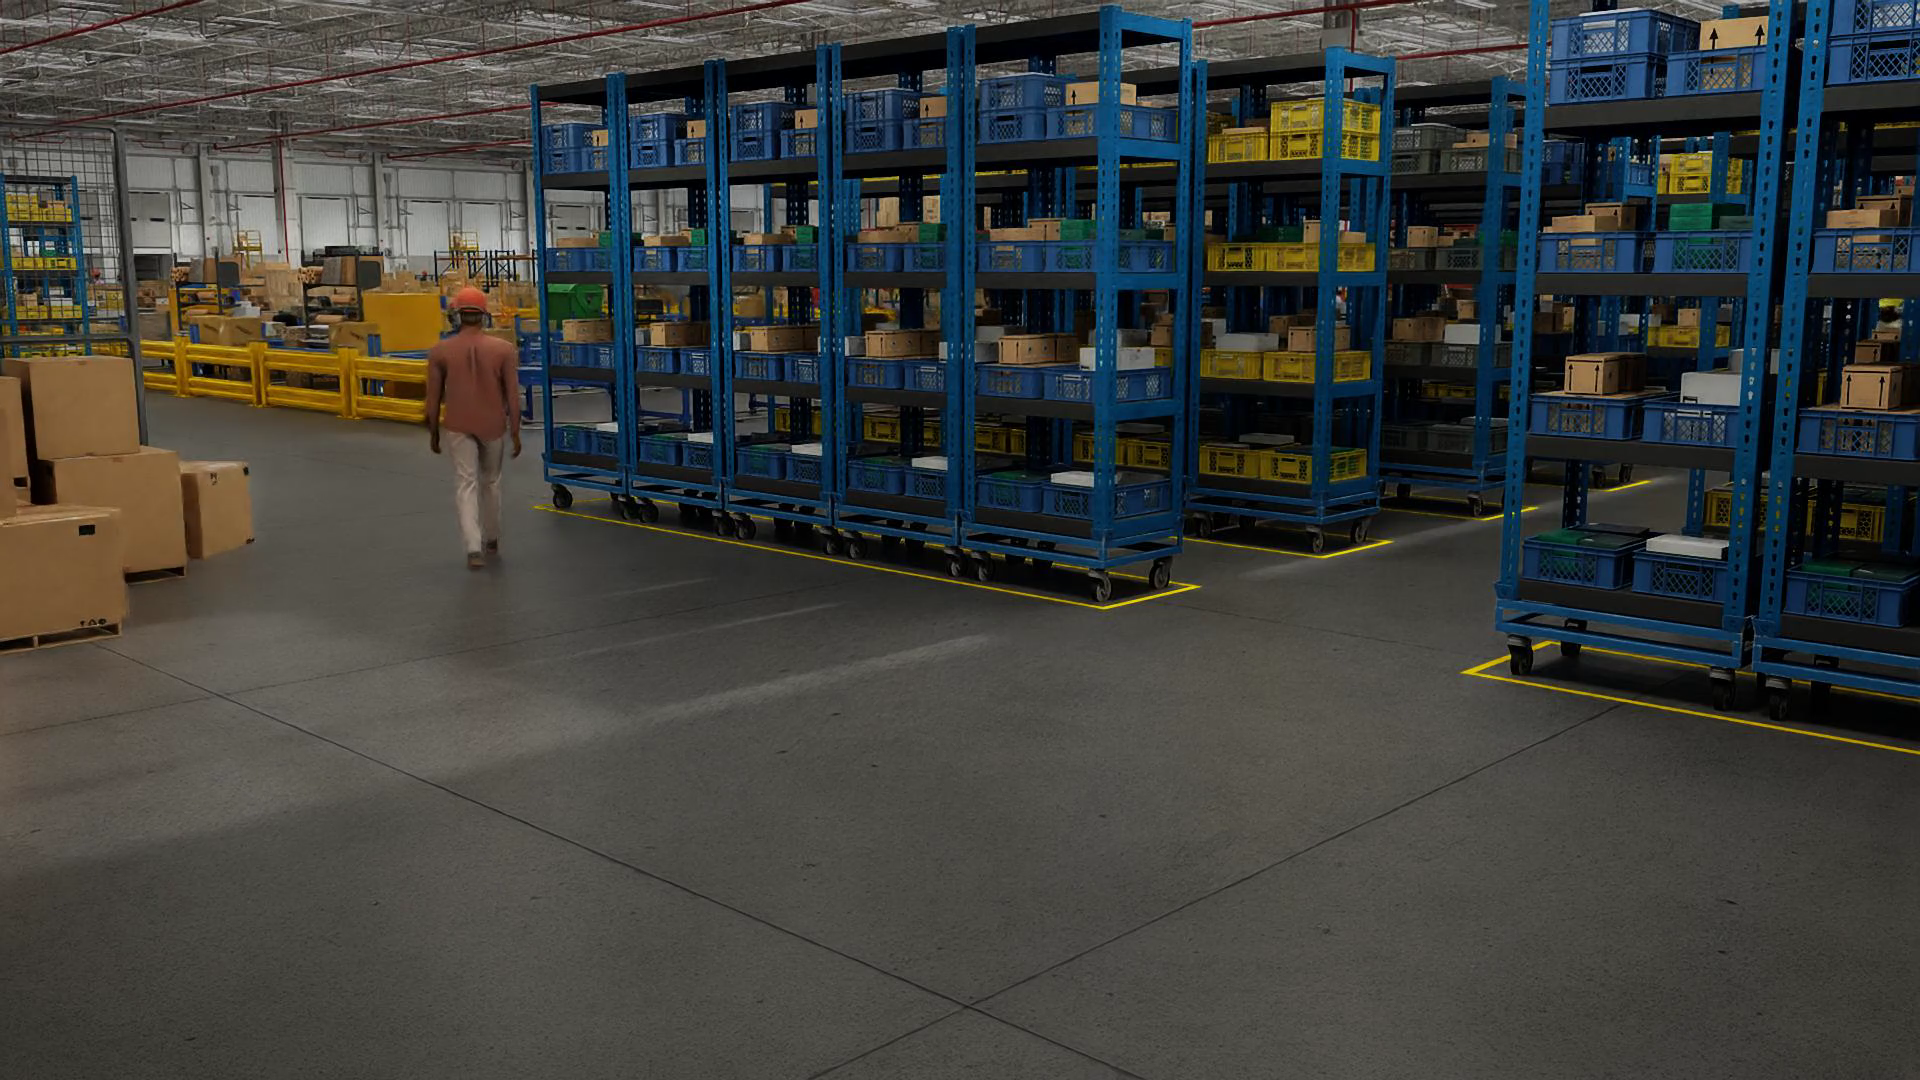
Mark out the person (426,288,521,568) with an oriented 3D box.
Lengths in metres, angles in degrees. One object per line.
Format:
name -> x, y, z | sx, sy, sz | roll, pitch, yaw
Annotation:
person -> -3.422, -0.797, 11.710 | 0.635, 1.944, 1.019 | -3, 10, -17

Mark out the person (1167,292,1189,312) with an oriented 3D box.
person -> 4.912, -4.863, 36.757 | 0.814, 1.903, 0.609 | -7, 11, -35

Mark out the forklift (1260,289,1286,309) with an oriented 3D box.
forklift -> 10.400, -8.258, 54.576 | 1.129, 2.768, 1.873 | 9, 13, 43

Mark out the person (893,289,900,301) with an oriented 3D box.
person -> -2.432, -9.281, 64.457 | 0.318, 1.700, 0.536 | 1, 9, 8

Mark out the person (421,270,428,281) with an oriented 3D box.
person -> -28.265, -13.247, 87.877 | 0.393, 1.990, 0.617 | -1, 9, -3

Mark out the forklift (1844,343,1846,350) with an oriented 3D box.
forklift -> 21.148, -5.749, 39.194 | 1.873, 2.768, 1.129 | -2, 10, -14

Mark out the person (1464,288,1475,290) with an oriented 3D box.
person -> 18.538, -8.678, 60.369 | 0.673, 1.830, 0.588 | -7, 12, -38

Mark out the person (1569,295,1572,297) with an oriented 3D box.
person -> 11.309, -3.858, 30.824 | 0.458, 1.831, 0.577 | -1, 9, -5

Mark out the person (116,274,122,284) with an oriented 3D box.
person -> -35.158, -10.226, 69.810 | 0.517, 1.852, 0.734 | 4, 10, 24

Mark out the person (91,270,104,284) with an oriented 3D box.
person -> -31.601, -8.889, 61.013 | 0.609, 2.040, 0.395 | 7, 12, 38

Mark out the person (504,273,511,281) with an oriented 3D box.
person -> -25.542, -14.132, 93.861 | 0.576, 1.828, 1.039 | 3, 10, 17

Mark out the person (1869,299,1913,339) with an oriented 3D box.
person -> 10.777, -1.967, 19.264 | 0.611, 1.811, 0.602 | -4, 10, -24

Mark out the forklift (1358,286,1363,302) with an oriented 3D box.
forklift -> 11.100, -7.017, 46.970 | 1.873, 2.768, 1.129 | 9, 13, 43

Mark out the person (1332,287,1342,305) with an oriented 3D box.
person -> 9.380, -5.590, 41.835 | 0.318, 1.695, 0.539 | -4, 10, -21
